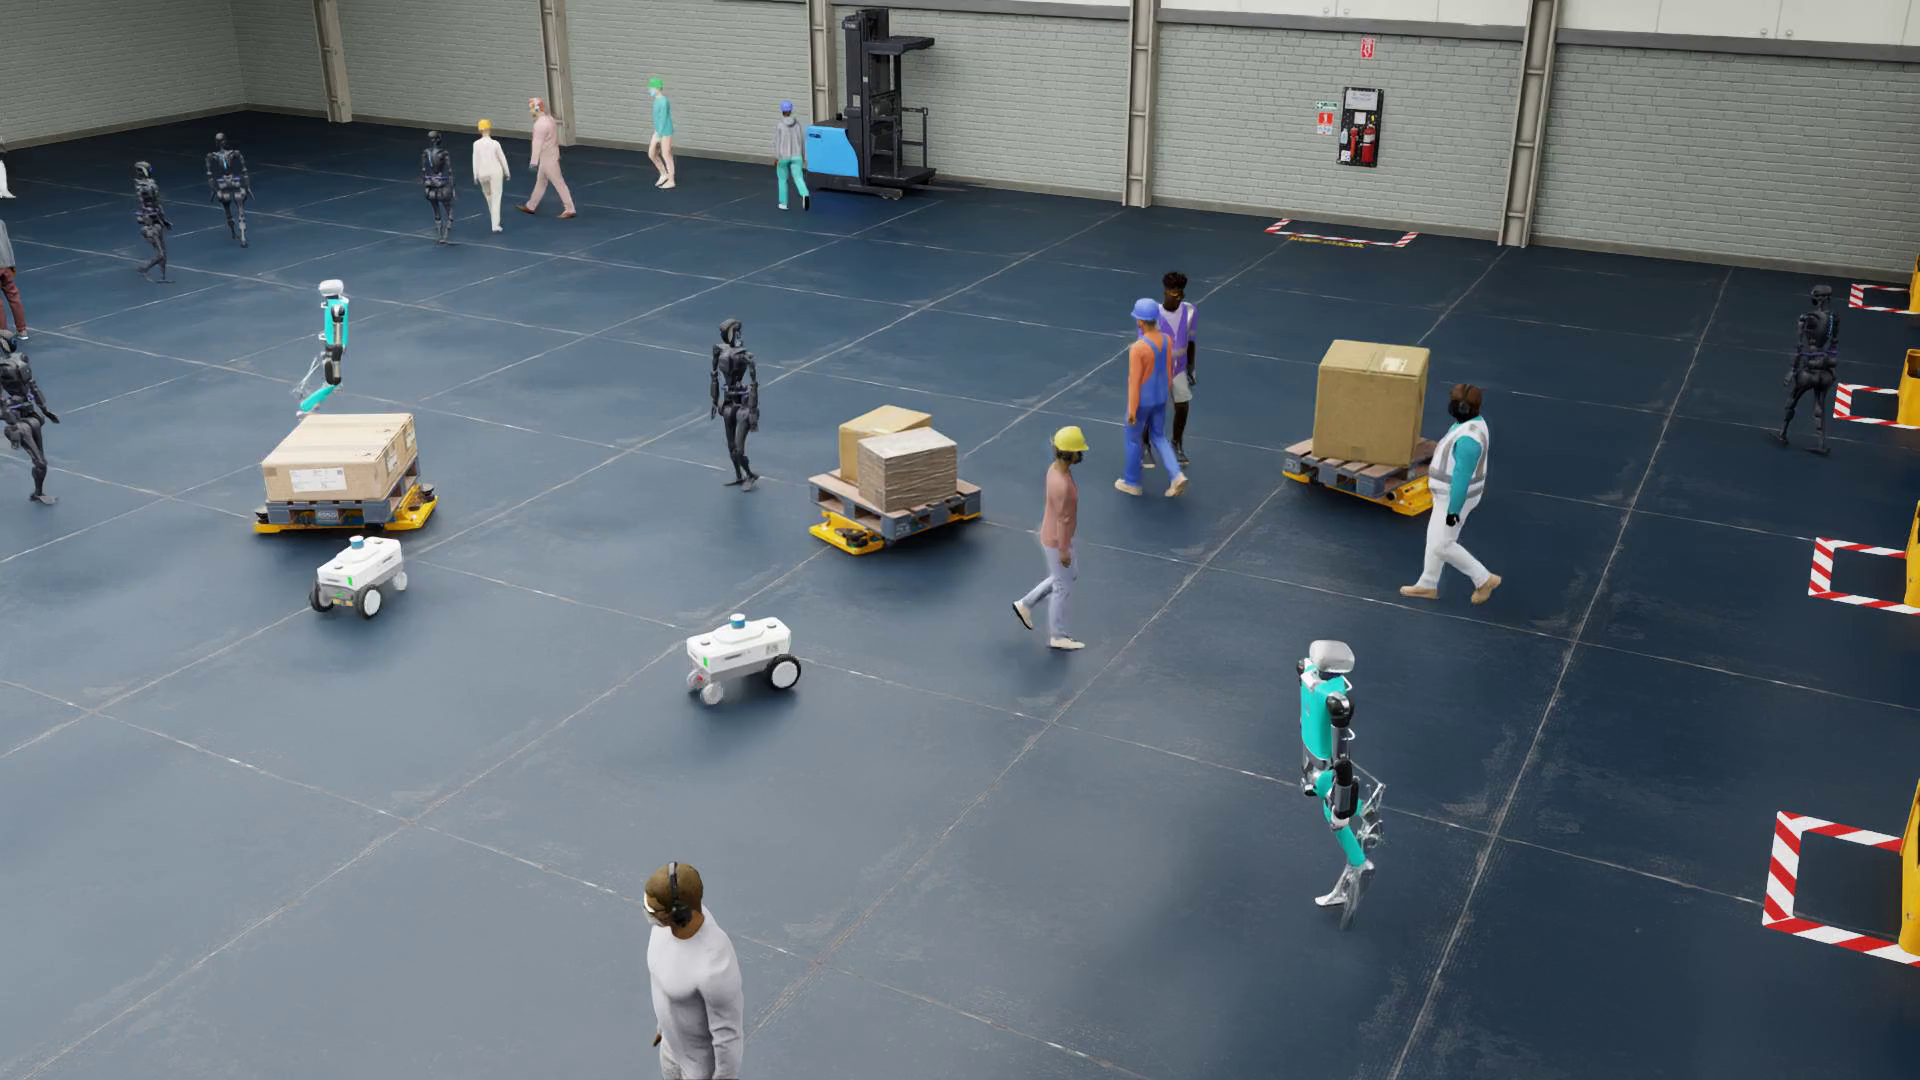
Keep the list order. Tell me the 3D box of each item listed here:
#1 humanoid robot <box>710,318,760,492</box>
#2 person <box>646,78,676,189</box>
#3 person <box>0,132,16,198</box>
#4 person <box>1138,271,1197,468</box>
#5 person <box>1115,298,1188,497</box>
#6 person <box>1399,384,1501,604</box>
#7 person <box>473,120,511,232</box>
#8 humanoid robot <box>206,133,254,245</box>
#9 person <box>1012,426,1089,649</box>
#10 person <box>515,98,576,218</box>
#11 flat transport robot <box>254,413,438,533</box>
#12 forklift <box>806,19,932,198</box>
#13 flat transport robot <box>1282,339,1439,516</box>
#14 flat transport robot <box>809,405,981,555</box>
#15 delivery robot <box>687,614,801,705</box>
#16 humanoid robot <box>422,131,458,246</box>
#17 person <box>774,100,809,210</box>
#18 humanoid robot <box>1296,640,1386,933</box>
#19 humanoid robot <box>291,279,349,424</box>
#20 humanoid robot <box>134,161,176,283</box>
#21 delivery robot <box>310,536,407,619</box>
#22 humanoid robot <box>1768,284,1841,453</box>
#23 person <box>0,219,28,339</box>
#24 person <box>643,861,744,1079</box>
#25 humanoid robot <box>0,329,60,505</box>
[{"bbox_3d":[-2.062,-1.247,15.279,0.586,1.645,0.332,15,28,32],"label":"humanoid robot"},{"bbox_3d":[-5.074,-6.884,28.189,0.468,1.851,0.501,-15,28,-32],"label":"person"},{"bbox_3d":[-15.902,-6.450,27.451,0.593,1.615,0.545,-1,23,-2],"label":"person"},{"bbox_3d":[1.969,-1.610,15.802,0.624,1.946,0.454,-10,25,-22],"label":"person"},{"bbox_3d":[1.742,-1.243,15.005,0.523,1.889,0.747,-15,27,-31],"label":"person"},{"bbox_3d":[3.898,-0.333,12.974,0.670,1.823,0.639,6,24,14],"label":"person"},{"bbox_3d":[-7.153,-5.580,25.409,0.507,1.638,0.916,-1,23,-1],"label":"person"},{"bbox_3d":[-10.736,-5.159,24.453,0.596,1.628,0.783,-9,25,-19],"label":"humanoid robot"},{"bbox_3d":[0.696,-0.009,12.308,0.489,1.756,0.532,1,23,2],"label":"person"},{"bbox_3d":[-6.558,-5.972,26.057,1.013,1.848,0.660,-1,23,-2],"label":"person"},{"bbox_3d":[-5.459,-0.285,14.826,1.431,0.231,0.659,-1,23,-3],"label":"flat transport robot"},{"bbox_3d":[-1.573,-7.292,27.850,1.873,2.768,1.129,12,26,25],"label":"forklift"},{"bbox_3d":[3.774,-0.569,15.486,0.659,0.231,1.431,-21,31,-40],"label":"flat transport robot"},{"bbox_3d":[-0.556,-0.212,14.655,1.431,0.231,0.659,-19,30,-37],"label":"flat transport robot"},{"bbox_3d":[-1.555,0.817,11.908,0.794,0.603,0.499,-14,27,-29],"label":"delivery robot"},{"bbox_3d":[-7.662,-5.135,24.341,0.616,1.648,0.467,11,25,23],"label":"humanoid robot"},{"bbox_3d":[-2.697,-6.109,26.506,0.539,1.758,0.662,-12,26,-26],"label":"person"},{"bbox_3d":[2.181,1.400,9.169,0.744,1.889,0.538,-5,24,-11],"label":"humanoid robot"},{"bbox_3d":[-6.210,-1.601,16.061,0.784,1.785,0.530,-9,25,-21],"label":"humanoid robot"},{"bbox_3d":[-10.835,-4.247,22.260,0.409,1.654,0.597,-1,23,-3],"label":"humanoid robot"},{"bbox_3d":[-4.747,0.251,13.191,0.499,0.575,0.750,7,24,16],"label":"delivery robot"},{"bbox_3d":[8.369,-1.676,16.297,0.603,1.632,0.634,-9,25,-20],"label":"humanoid robot"},{"bbox_3d":[-11.460,-3.225,19.720,0.377,1.808,0.539,12,26,26],"label":"person"},{"bbox_3d":[-1.110,2.172,7.000,0.375,1.936,0.627,-14,27,-30],"label":"person"},{"bbox_3d":[-8.394,-1.102,14.944,0.358,1.653,0.599,1,23,2],"label":"humanoid robot"}]
